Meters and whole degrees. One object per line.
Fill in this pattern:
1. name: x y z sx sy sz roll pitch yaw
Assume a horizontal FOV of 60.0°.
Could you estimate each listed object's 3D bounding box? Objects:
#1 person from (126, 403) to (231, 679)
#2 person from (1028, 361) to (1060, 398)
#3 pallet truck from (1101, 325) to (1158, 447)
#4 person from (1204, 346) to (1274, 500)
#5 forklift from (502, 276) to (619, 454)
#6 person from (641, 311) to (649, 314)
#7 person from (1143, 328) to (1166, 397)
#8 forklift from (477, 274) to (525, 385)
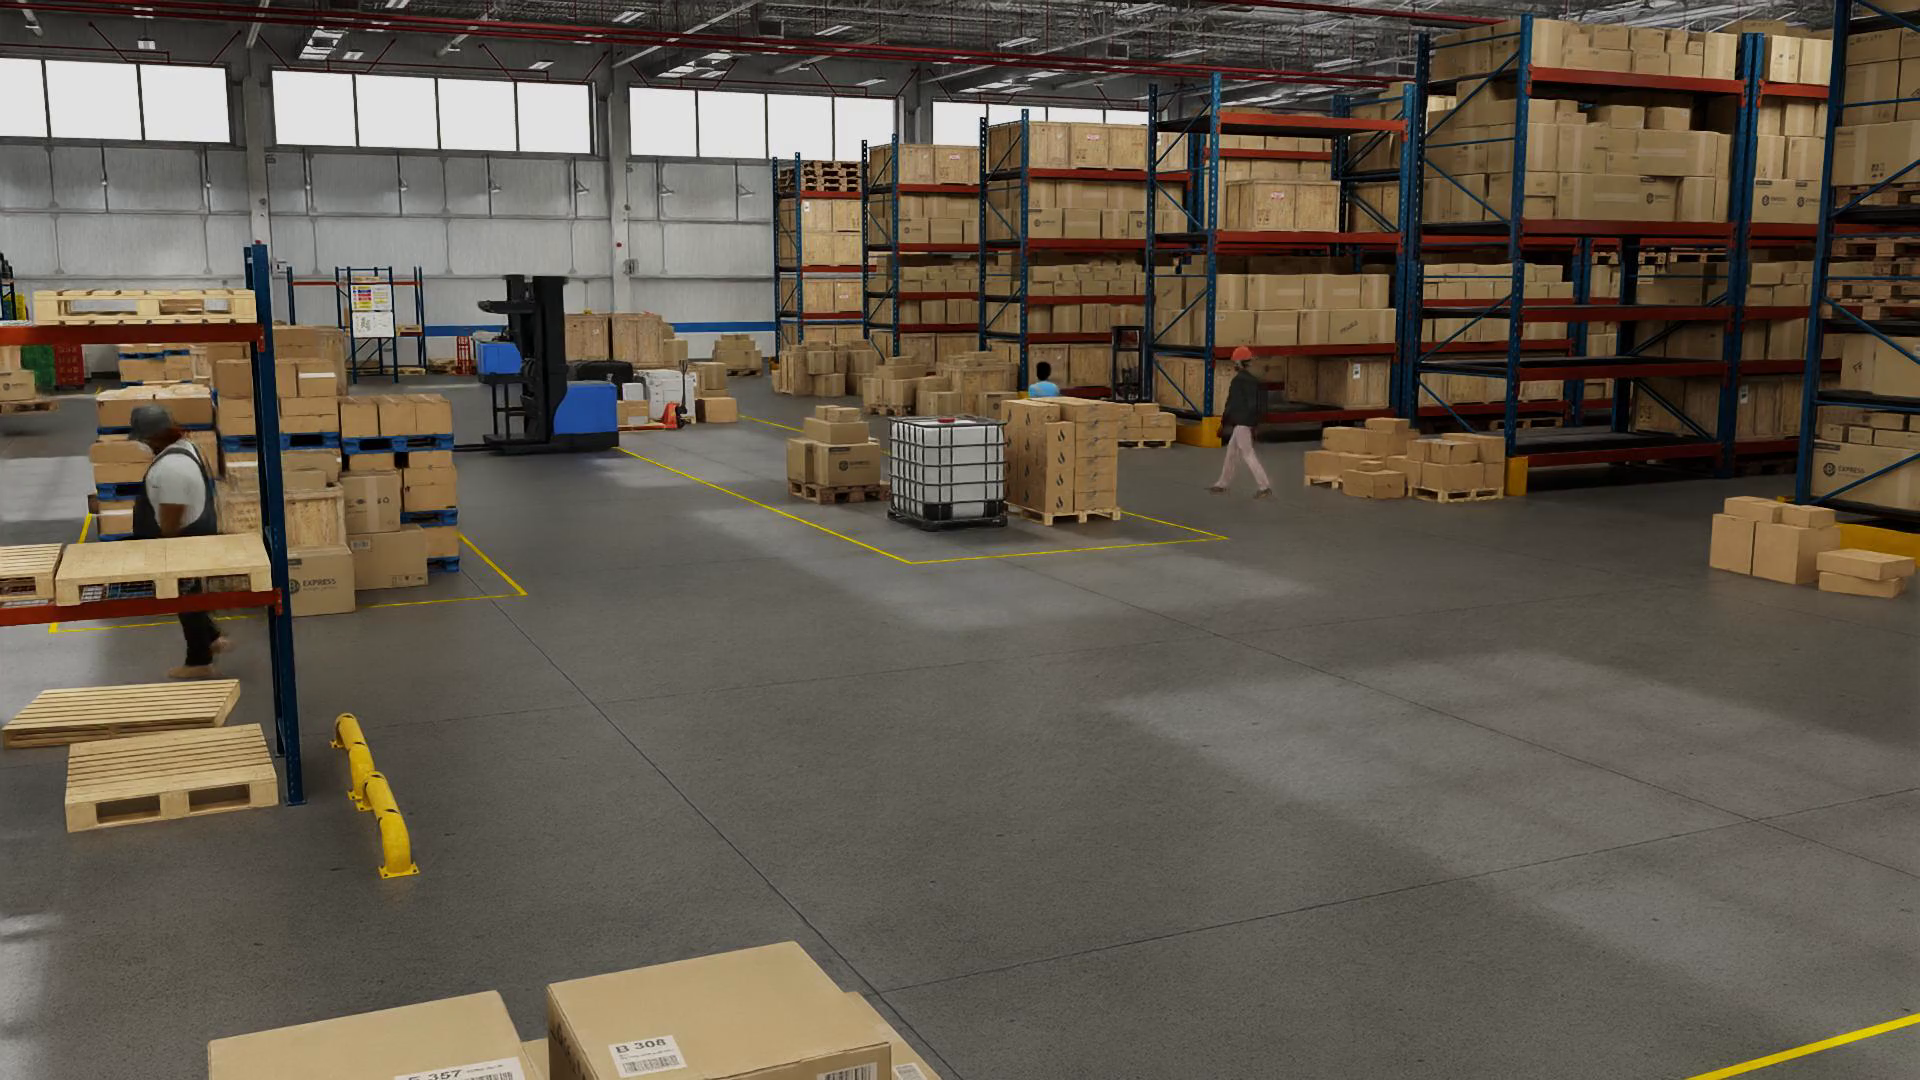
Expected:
1. person: -5.538 -0.010 11.744 0.544 2.000 0.768 -3 9 -15
2. person: 1.180 -1.638 23.004 0.536 1.670 0.763 -8 12 -40
3. pallet truck: 2.881 -2.596 27.923 0.823 1.965 1.885 -1 9 -7
4. person: 3.617 -1.498 21.275 1.018 1.952 0.606 6 11 31
5. forklift: -6.566 -2.849 26.763 1.873 2.768 1.129 -5 10 -26
6. person: -8.009 -4.953 42.887 0.547 1.901 0.928 1 9 7
7. person: 3.853 -3.269 32.683 0.875 1.811 0.630 -4 10 -23
8. forklift: -11.313 -5.372 42.414 1.873 2.768 1.129 -4 10 -25
